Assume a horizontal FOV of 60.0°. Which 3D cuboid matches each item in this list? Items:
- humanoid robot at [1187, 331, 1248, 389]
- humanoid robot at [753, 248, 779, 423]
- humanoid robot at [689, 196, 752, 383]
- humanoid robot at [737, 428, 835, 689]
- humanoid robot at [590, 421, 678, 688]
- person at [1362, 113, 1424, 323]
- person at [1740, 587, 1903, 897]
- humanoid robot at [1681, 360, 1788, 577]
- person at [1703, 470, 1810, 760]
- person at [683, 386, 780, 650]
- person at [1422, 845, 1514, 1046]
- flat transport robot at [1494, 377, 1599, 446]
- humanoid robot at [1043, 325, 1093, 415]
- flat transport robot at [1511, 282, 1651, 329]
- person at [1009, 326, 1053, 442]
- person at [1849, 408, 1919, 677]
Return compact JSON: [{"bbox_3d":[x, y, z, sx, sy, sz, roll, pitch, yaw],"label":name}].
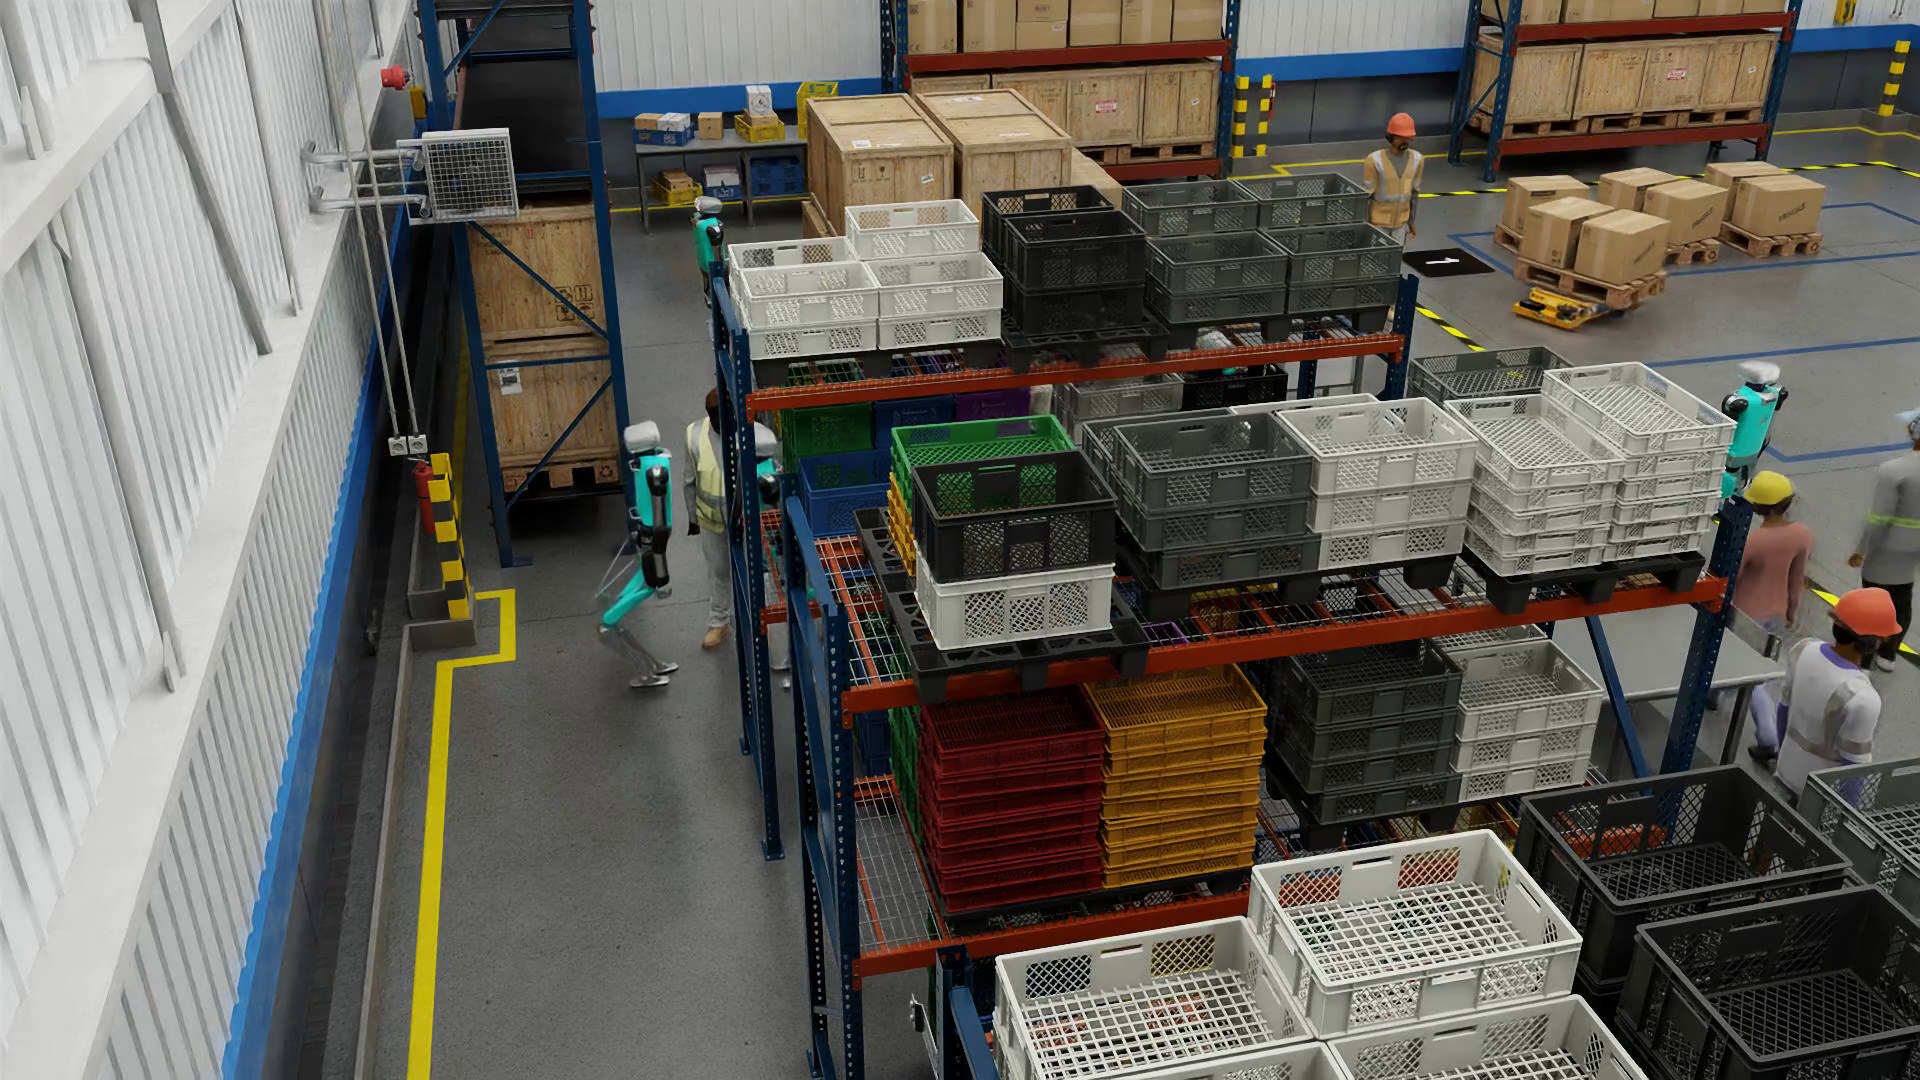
[{"bbox_3d":[1.583,-0.510,11.496,0.530,1.777,1.025,22,35,35],"label":"humanoid robot"},{"bbox_3d":[-1.573,-1.619,13.644,0.629,1.642,0.605,-8,29,-14],"label":"humanoid robot"},{"bbox_3d":[-1.942,-2.201,14.502,0.735,1.677,0.533,-15,31,-26],"label":"humanoid robot"},{"bbox_3d":[-0.990,0.097,10.236,0.706,1.749,0.544,-12,30,-22],"label":"humanoid robot"},{"bbox_3d":[-2.045,0.140,10.142,0.680,1.751,0.549,-9,29,-16],"label":"humanoid robot"},{"bbox_3d":[4.123,-3.073,15.973,0.606,2.048,0.366,-7,29,-13],"label":"person"},{"bbox_3d":[4.127,1.133,7.997,0.369,2.043,0.607,-4,28,-7],"label":"person"},{"bbox_3d":[5.035,-0.488,11.256,0.533,1.674,0.735,-15,31,-26],"label":"humanoid robot"},{"bbox_3d":[4.658,0.422,9.690,0.533,1.721,0.888,-9,29,-16],"label":"person"},{"bbox_3d":[-1.451,-0.131,10.607,0.629,1.842,0.429,5,28,9],"label":"person"},{"bbox_3d":[2.133,1.978,6.740,0.588,1.707,0.533,8,29,15],"label":"person"},{"bbox_3d":[4.780,-1.036,14.013,0.659,0.231,1.431,-6,28,-12],"label":"flat transport robot"},{"bbox_3d":[0.867,-1.076,12.580,0.405,1.648,0.584,-24,36,-38],"label":"humanoid robot"},{"bbox_3d":[6.236,-2.439,16.645,1.431,0.197,0.652,-20,34,-33],"label":"flat transport robot"},{"bbox_3d":[0.444,-0.645,11.592,0.338,1.837,0.504,-24,36,-37],"label":"person"},{"bbox_3d":[5.814,0.002,10.345,0.596,1.850,0.395,-8,29,-14],"label":"person"}]
